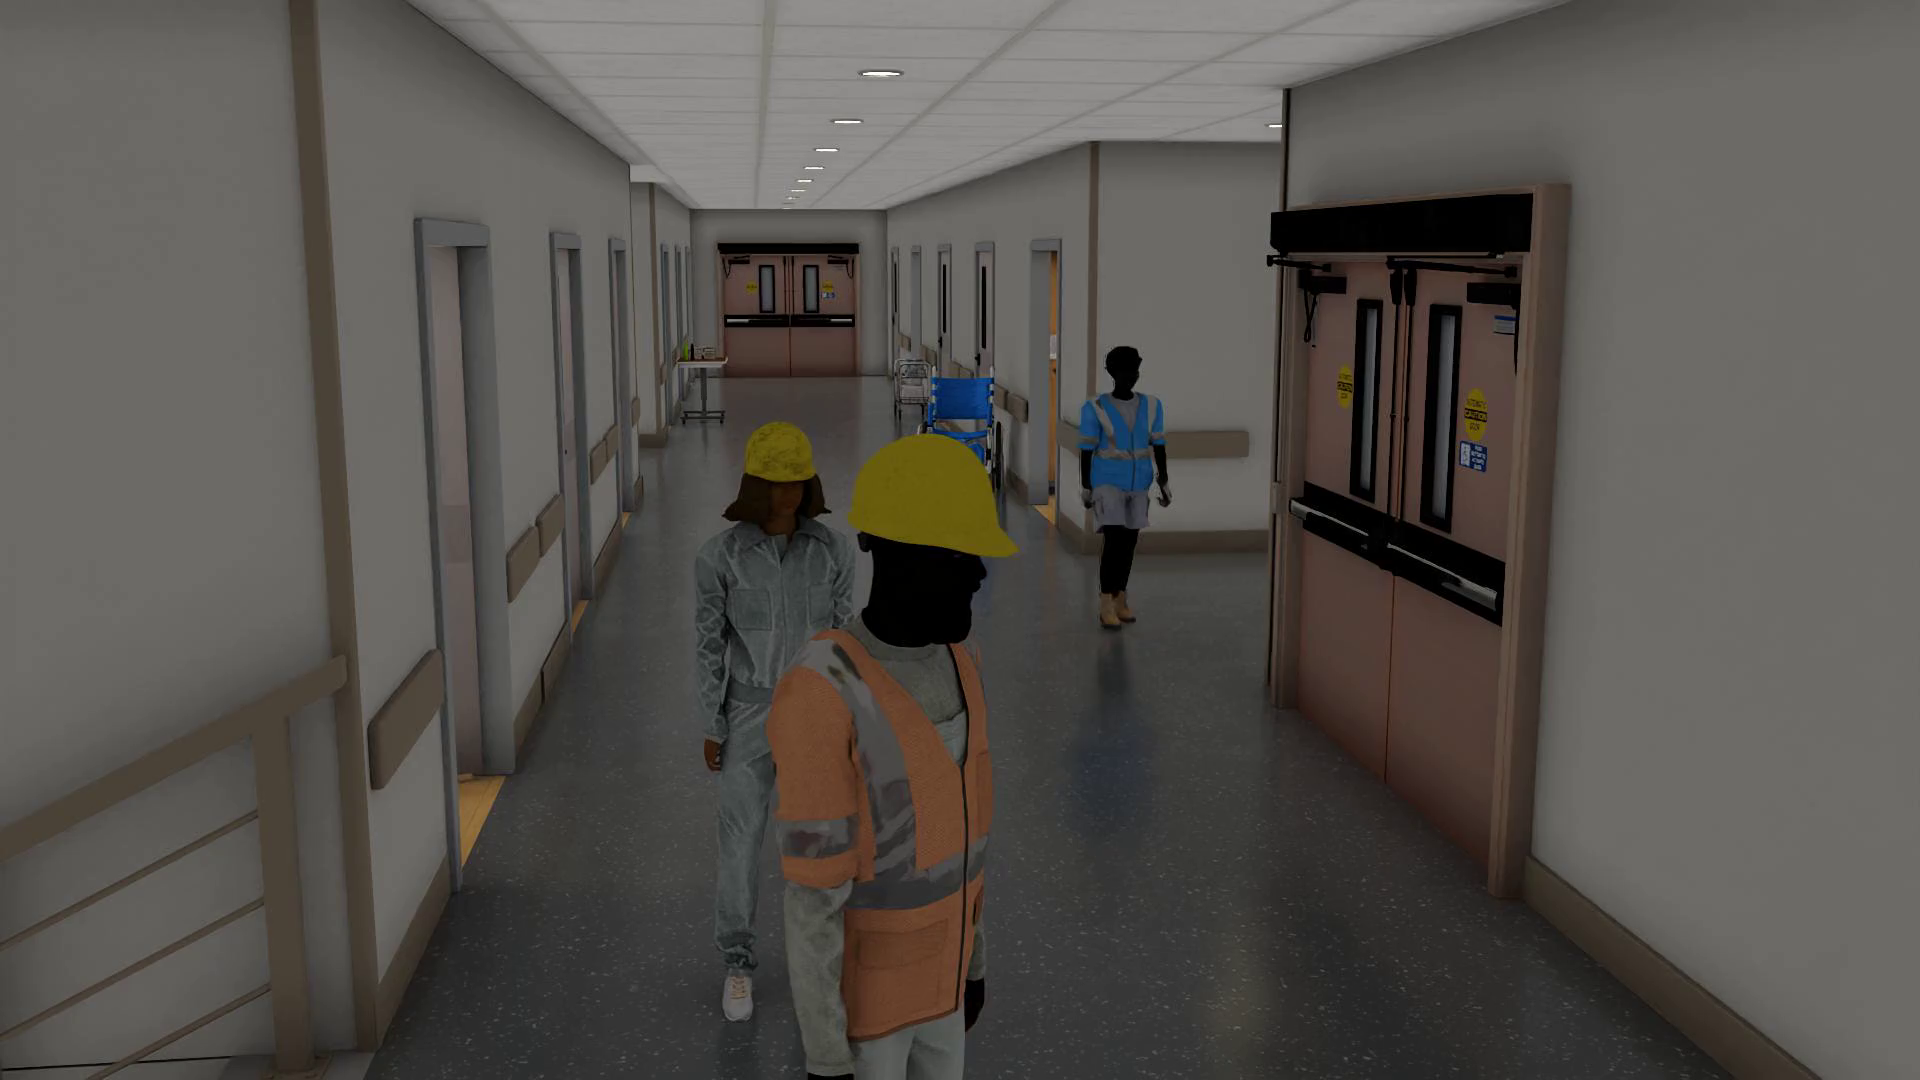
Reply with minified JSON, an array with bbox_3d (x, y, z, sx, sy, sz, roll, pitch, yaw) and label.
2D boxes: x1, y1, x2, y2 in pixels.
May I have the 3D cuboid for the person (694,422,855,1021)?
[{"bbox_3d":[-0.519,0.524,4.851,0.493,1.742,0.300,-4,11,-23],"label":"person"}]

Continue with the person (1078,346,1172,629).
[{"bbox_3d":[1.001,-0.307,9.886,0.540,1.679,0.587,-4,11,-23],"label":"person"}]

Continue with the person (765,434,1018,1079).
[{"bbox_3d":[-0.094,0.767,2.933,0.392,1.918,0.585,5,11,28],"label":"person"}]
